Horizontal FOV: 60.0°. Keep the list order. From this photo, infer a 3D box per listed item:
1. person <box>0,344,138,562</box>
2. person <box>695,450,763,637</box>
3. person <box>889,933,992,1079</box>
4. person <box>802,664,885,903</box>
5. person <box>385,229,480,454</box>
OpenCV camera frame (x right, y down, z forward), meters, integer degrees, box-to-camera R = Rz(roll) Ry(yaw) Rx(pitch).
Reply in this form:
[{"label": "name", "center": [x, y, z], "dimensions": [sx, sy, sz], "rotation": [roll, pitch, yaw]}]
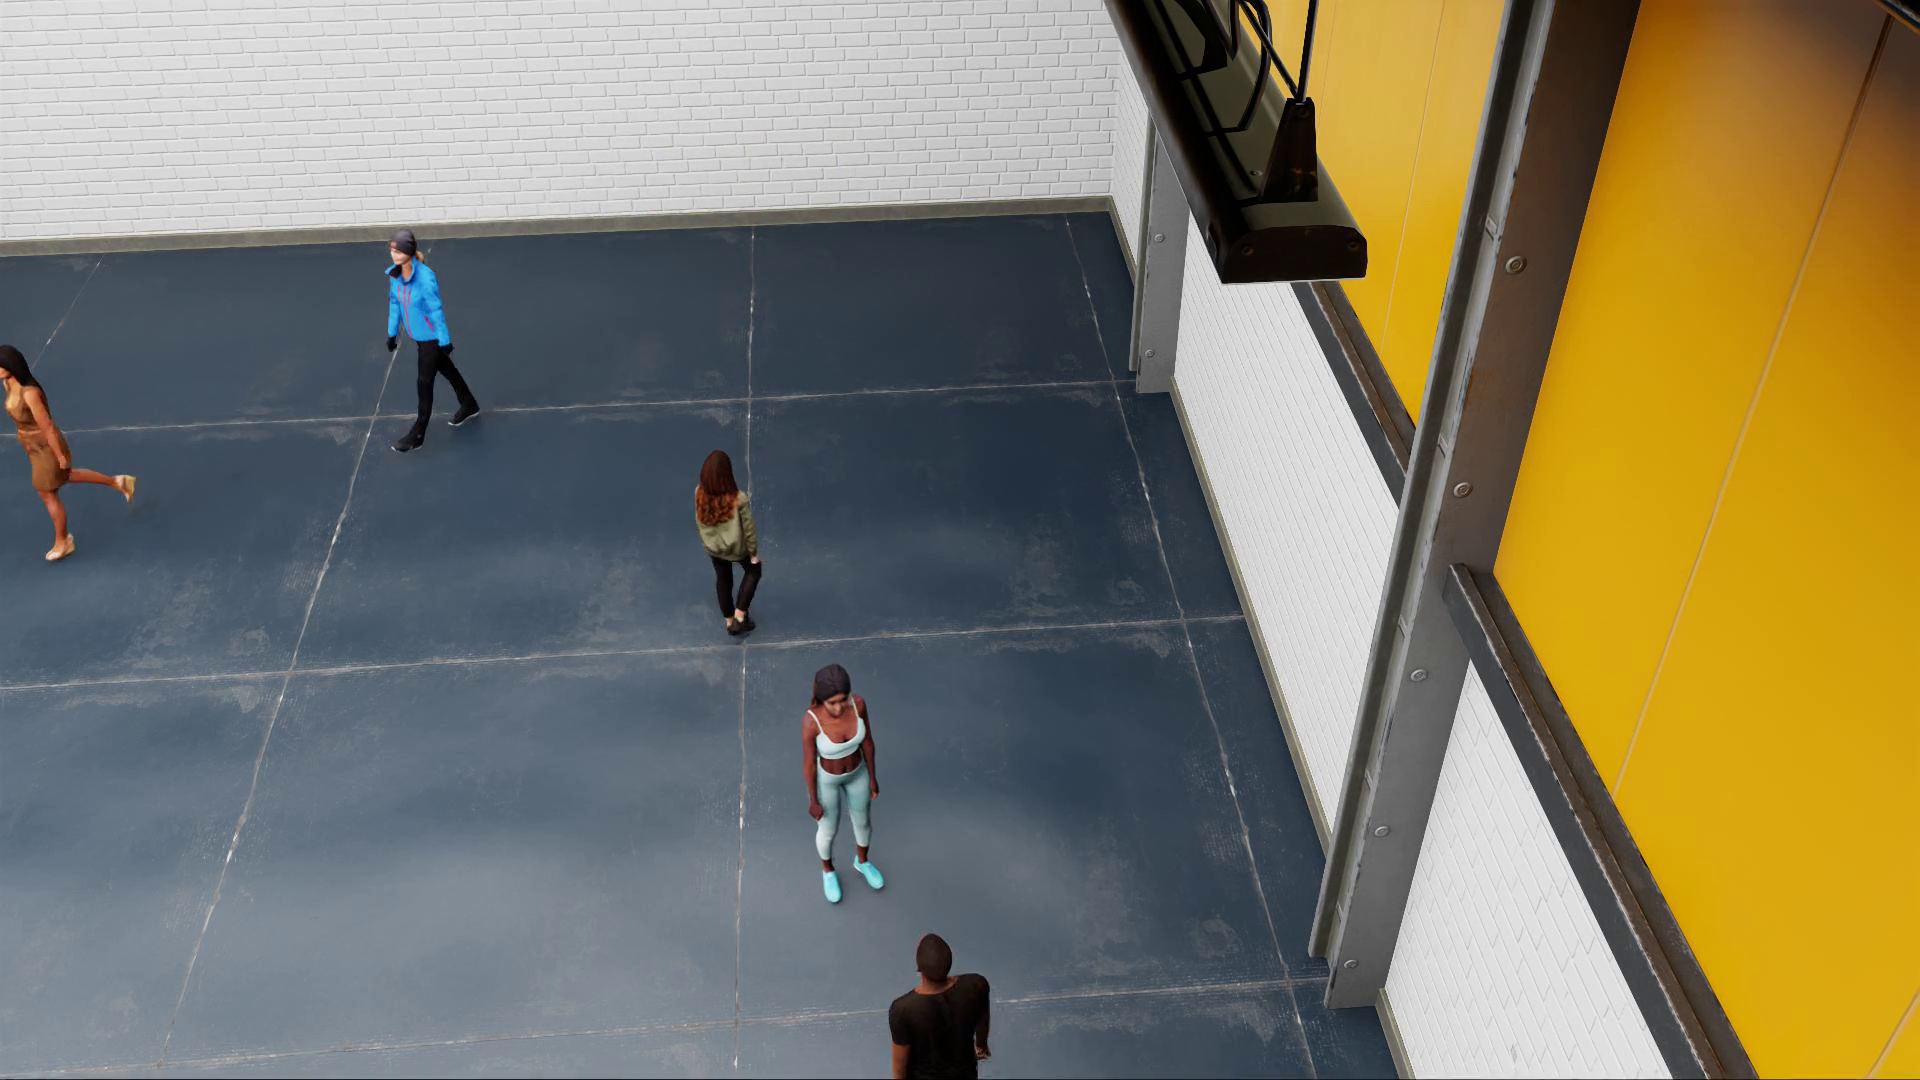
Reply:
[{"label": "person", "center": [-6.297, -0.664, 11.608], "dimensions": [0.997, 1.670, 1.042], "rotation": [29, 47, 31]}, {"label": "person", "center": [-1.532, 0.077, 10.839], "dimensions": [0.684, 1.473, 0.691], "rotation": [13, 40, 16]}, {"label": "person", "center": [-0.060, 2.477, 7.594], "dimensions": [0.795, 1.771, 1.225], "rotation": [-9, 40, -11]}, {"label": "person", "center": [-0.659, 1.311, 9.095], "dimensions": [0.643, 1.721, 0.644], "rotation": [-18, 42, -21]}, {"label": "person", "center": [-3.991, -1.586, 12.688], "dimensions": [1.081, 1.763, 1.123], "rotation": [29, 47, 32]}]
